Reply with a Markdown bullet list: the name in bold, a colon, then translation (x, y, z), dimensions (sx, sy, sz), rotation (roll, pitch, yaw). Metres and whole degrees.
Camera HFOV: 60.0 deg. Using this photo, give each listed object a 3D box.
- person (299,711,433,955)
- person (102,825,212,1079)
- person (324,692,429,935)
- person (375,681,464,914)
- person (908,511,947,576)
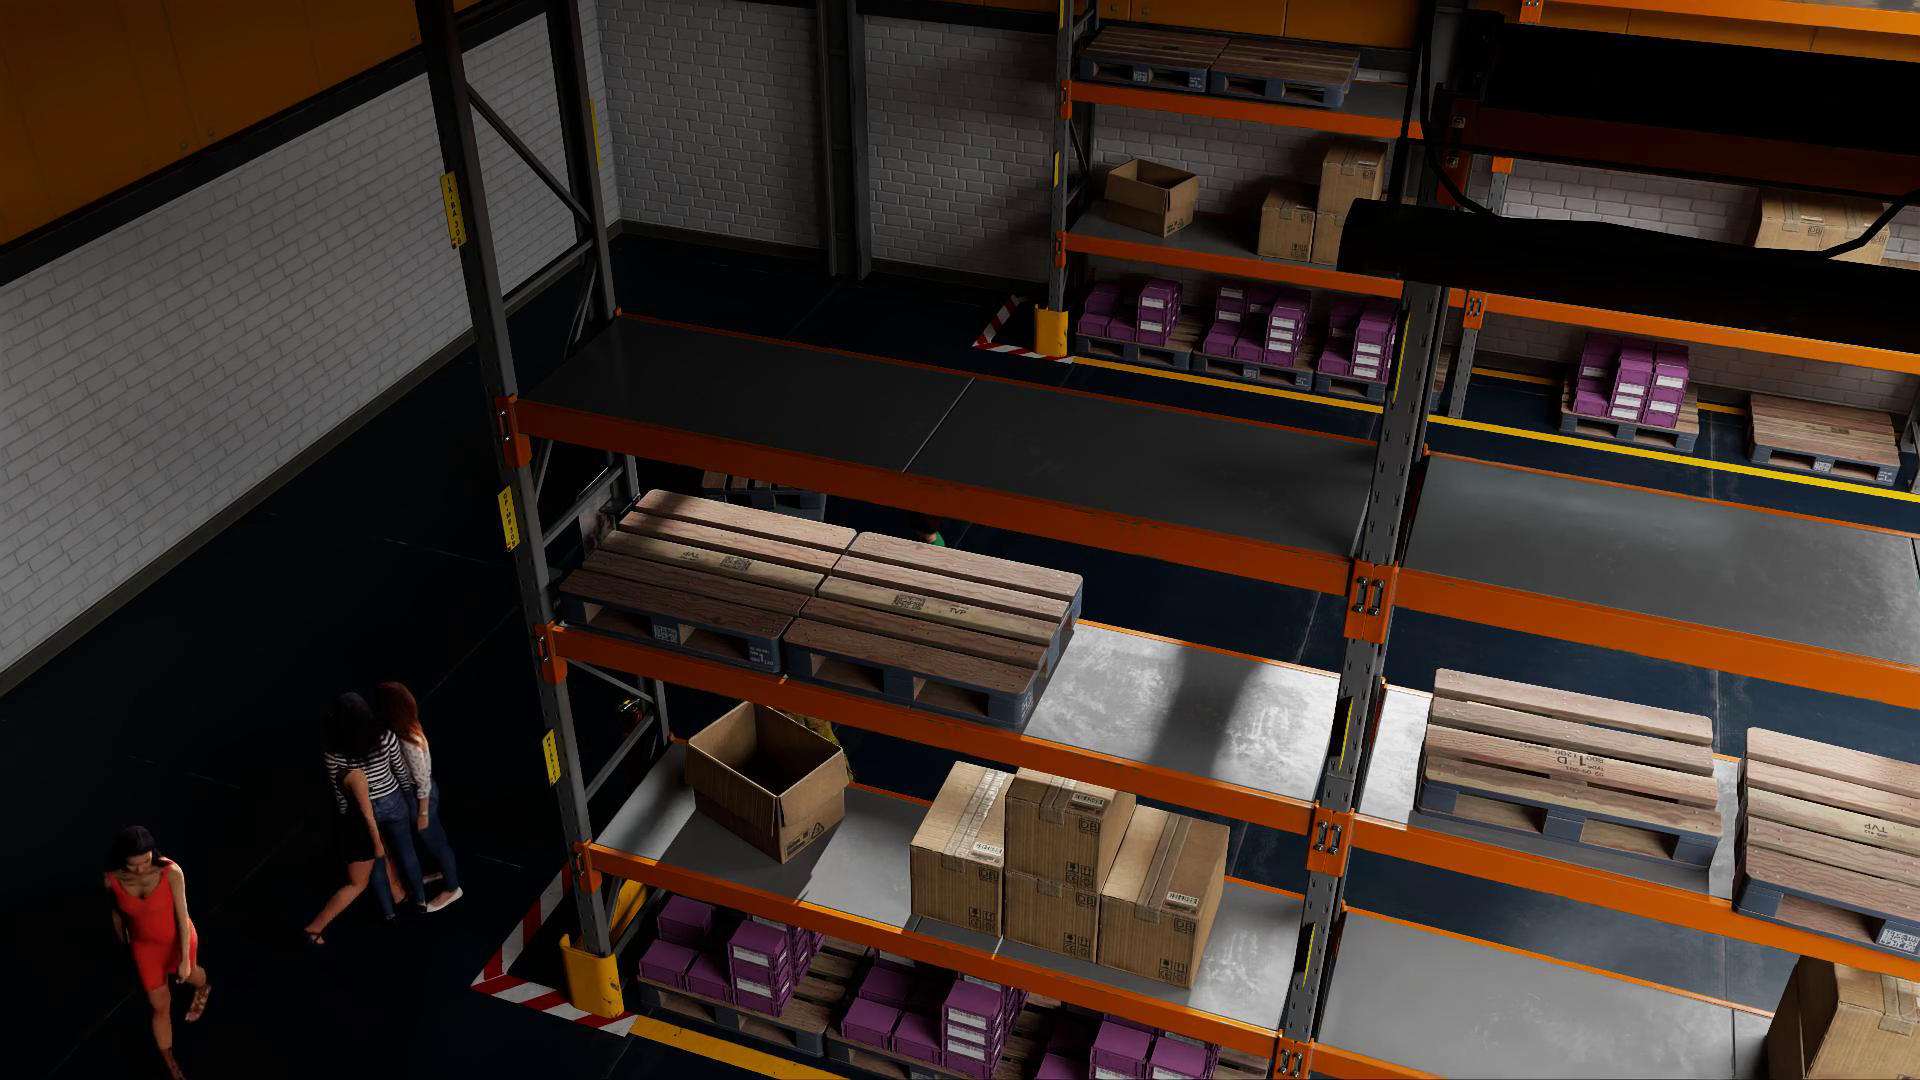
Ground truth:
- **person**: translation (-3.679, 1.747, 9.956), dimensions (1.035, 1.652, 1.061), rotation (-21, 39, -28)
- **person**: translation (-4.410, 2.189, 9.270), dimensions (1.039, 1.677, 1.049), rotation (-7, 34, -11)
- **person**: translation (-3.493, 1.645, 9.979), dimensions (0.635, 1.797, 0.674), rotation (-18, 38, -25)
- **person**: translation (-3.318, 1.540, 10.200), dimensions (0.705, 1.728, 0.637), rotation (-16, 37, -23)
- **person**: translation (-0.192, 0.439, 11.924), dimensions (0.672, 1.652, 0.668), rotation (-3, 34, -5)
